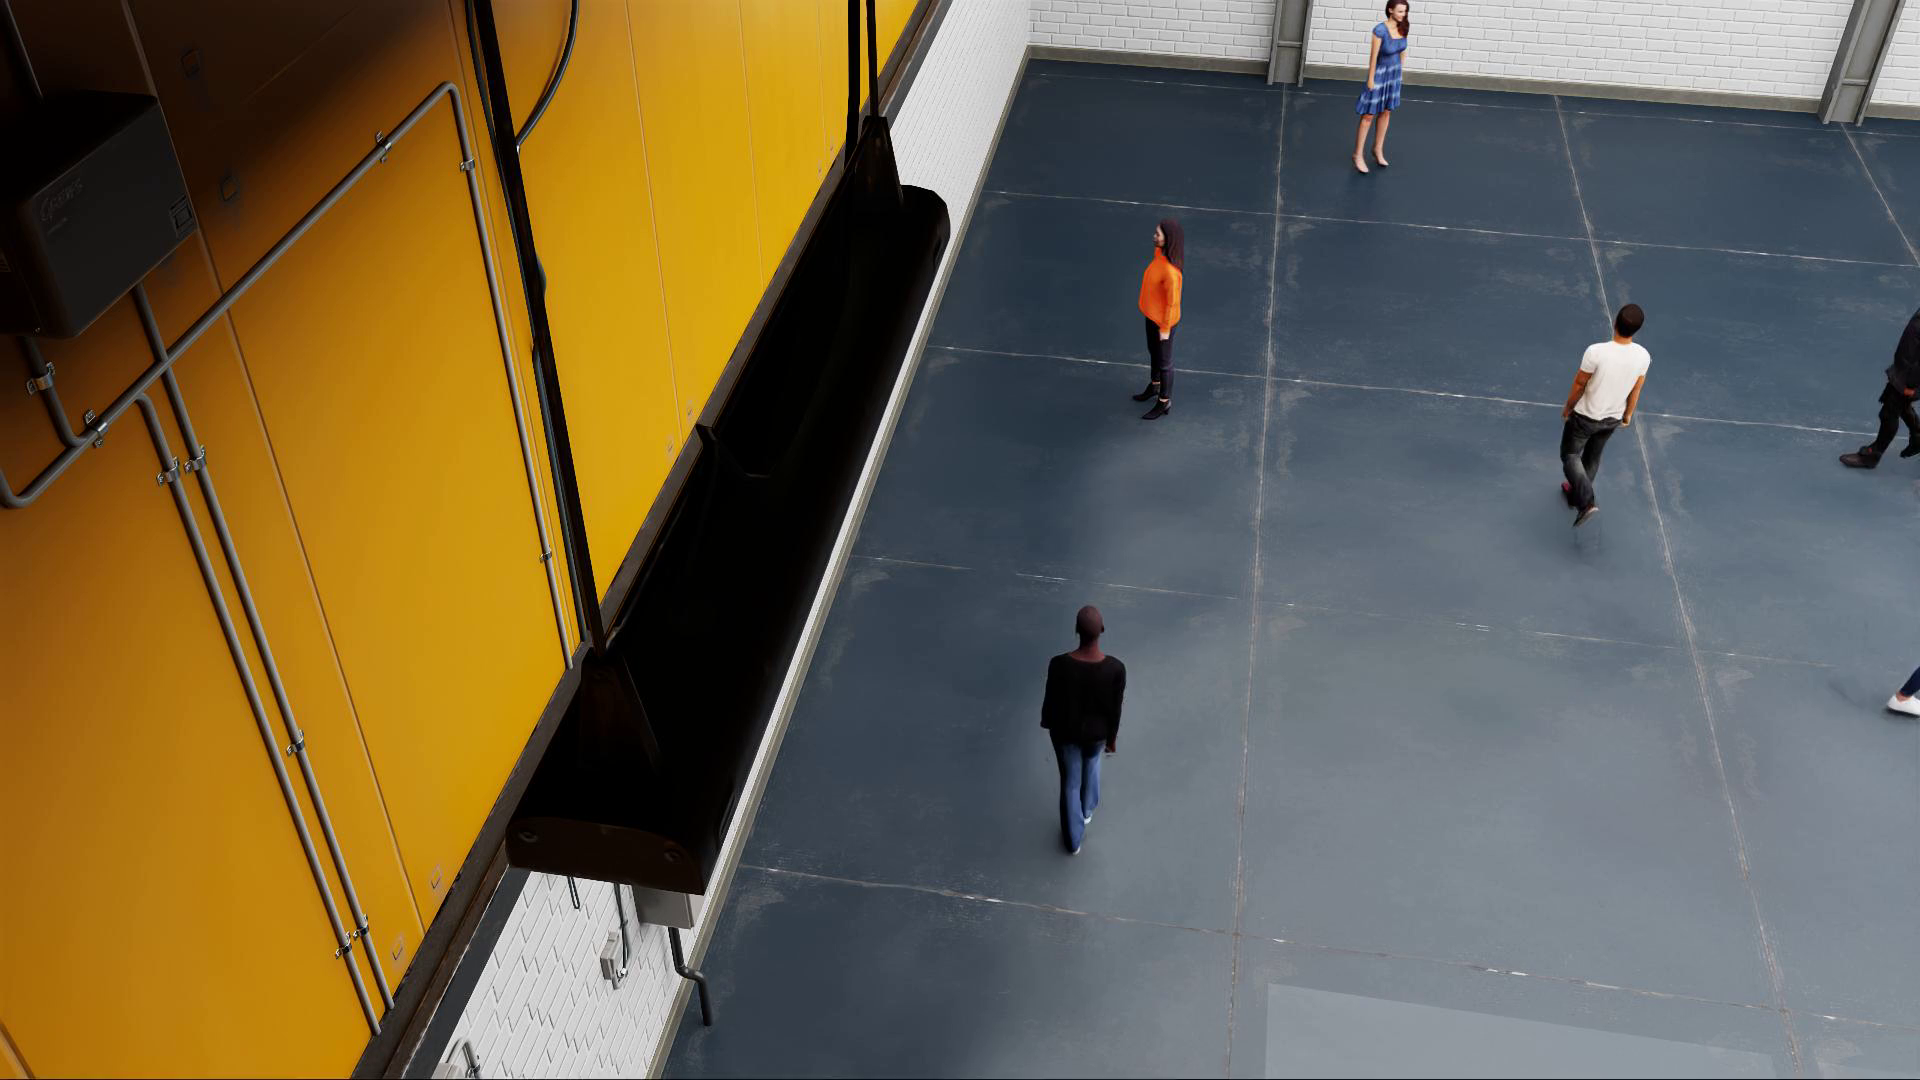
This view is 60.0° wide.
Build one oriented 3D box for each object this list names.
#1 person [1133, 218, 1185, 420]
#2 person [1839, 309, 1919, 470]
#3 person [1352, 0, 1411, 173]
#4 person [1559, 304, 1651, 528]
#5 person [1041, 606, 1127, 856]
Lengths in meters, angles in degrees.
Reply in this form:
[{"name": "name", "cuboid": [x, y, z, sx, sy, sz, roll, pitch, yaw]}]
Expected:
[{"name": "person", "cuboid": [1.610, -1.771, 13.253, 0.656, 1.749, 0.685, -5, 39, -6]}, {"name": "person", "cuboid": [7.307, -1.275, 12.618, 0.921, 1.765, 0.710, 12, 40, 15]}, {"name": "person", "cuboid": [4.261, -4.592, 16.740, 0.750, 1.805, 0.816, -23, 44, -26]}, {"name": "person", "cuboid": [4.658, -0.870, 12.094, 0.949, 1.787, 0.859, -3, 39, -4]}, {"name": "person", "cuboid": [0.706, 1.159, 9.600, 0.721, 1.728, 0.752, -3, 39, -3]}]
